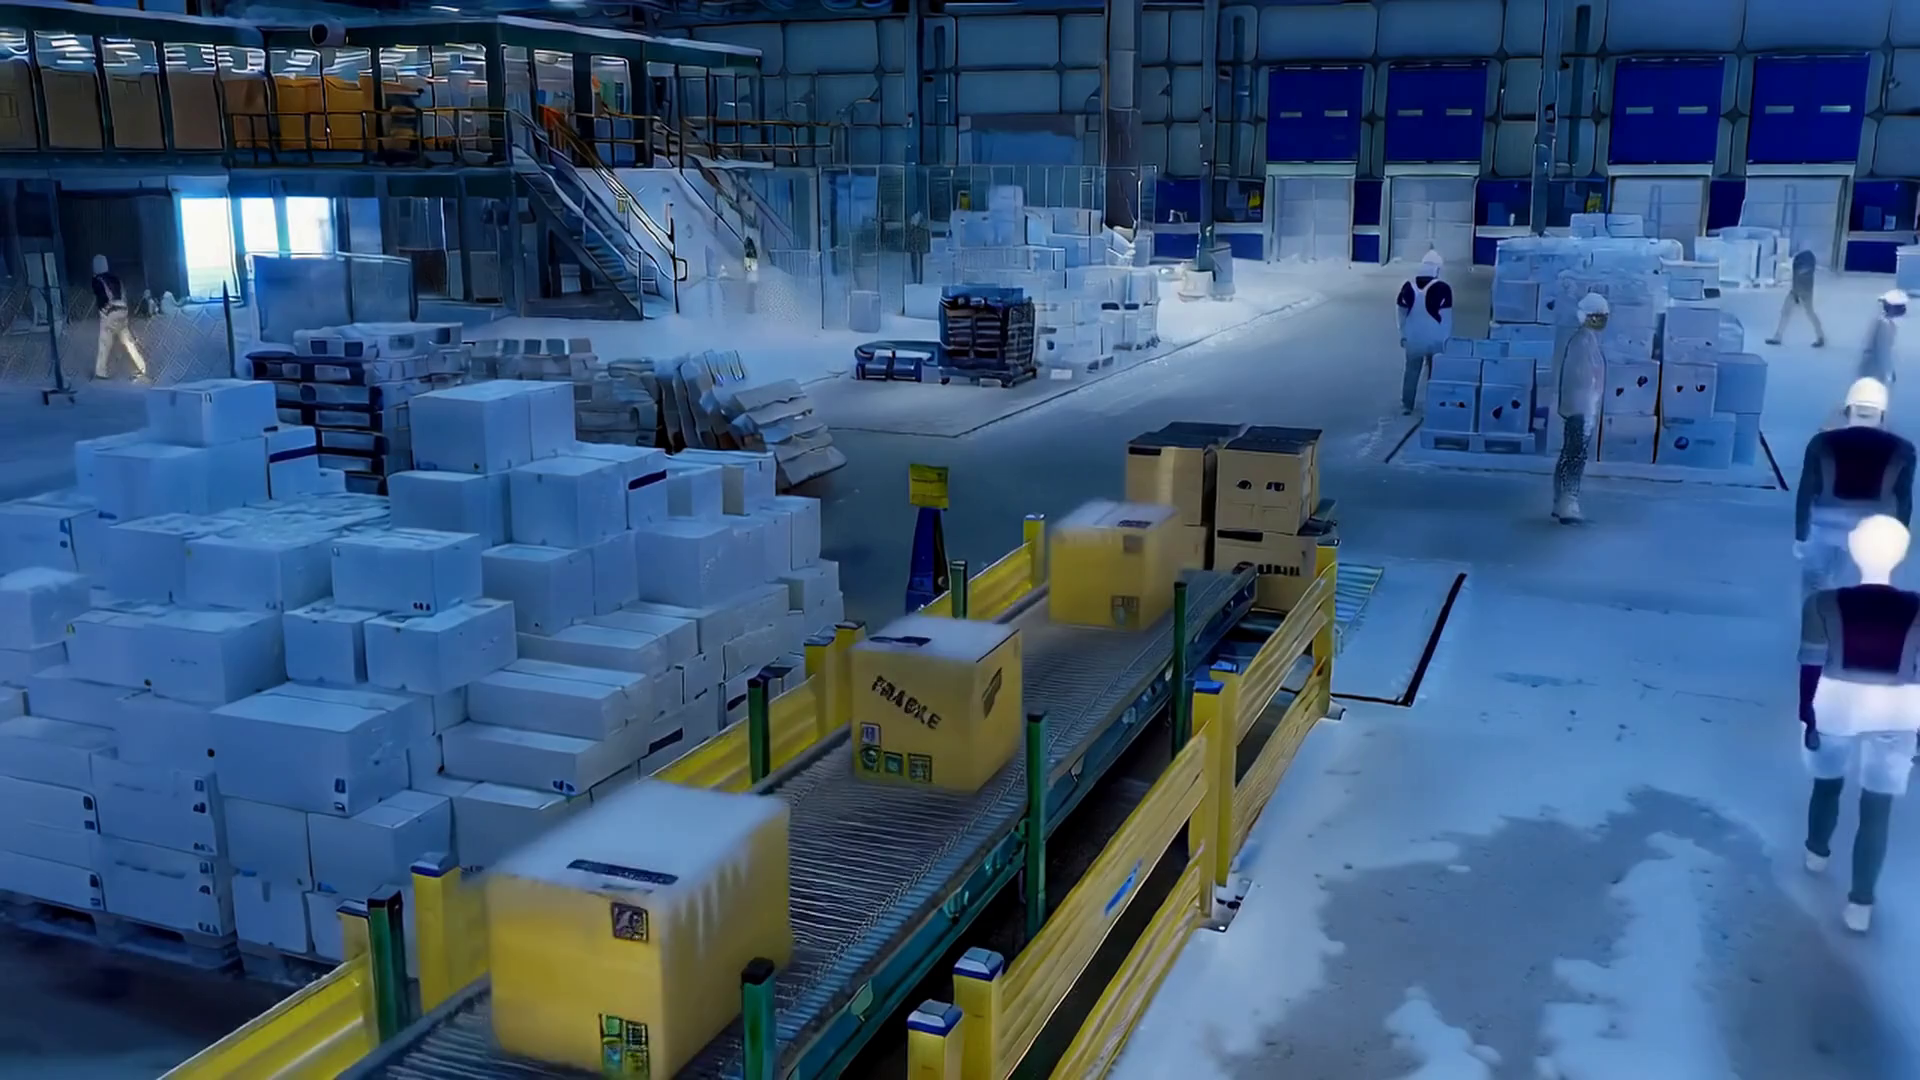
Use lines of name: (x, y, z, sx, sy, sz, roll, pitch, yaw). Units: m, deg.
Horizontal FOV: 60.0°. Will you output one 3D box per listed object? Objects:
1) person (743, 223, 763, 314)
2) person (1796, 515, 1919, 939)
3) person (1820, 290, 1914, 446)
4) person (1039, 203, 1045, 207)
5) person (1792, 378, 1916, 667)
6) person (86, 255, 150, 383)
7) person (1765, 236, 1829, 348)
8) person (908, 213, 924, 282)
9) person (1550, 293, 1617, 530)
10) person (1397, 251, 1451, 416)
person: (-4.342, -5.710, 35.050, 0.471, 1.906, 0.689, 2, 13, 9)
person: (3.664, 0.716, 6.744, 0.536, 1.648, 0.887, 6, 14, 25)
person: (10.031, -1.889, 18.276, 0.872, 1.733, 0.529, 8, 15, 33)
person: (2.666, -9.914, 53.766, 0.603, 1.948, 0.385, 0, 13, 1)
person: (5.261, -0.055, 9.839, 0.616, 1.812, 0.495, 4, 13, 19)
person: (-12.040, -3.121, 23.618, 1.024, 1.811, 0.615, 4, 13, 18)
person: (14.401, -4.222, 28.370, 0.647, 1.898, 1.011, -10, 16, -37)
person: (-1.182, -7.912, 45.038, 0.430, 1.840, 0.621, 2, 13, 8)
person: (5.278, -1.091, 14.085, 0.396, 1.992, 0.623, 2, 13, 7)
person: (5.739, -2.526, 20.416, 0.673, 2.000, 0.536, 12, 17, 43)
